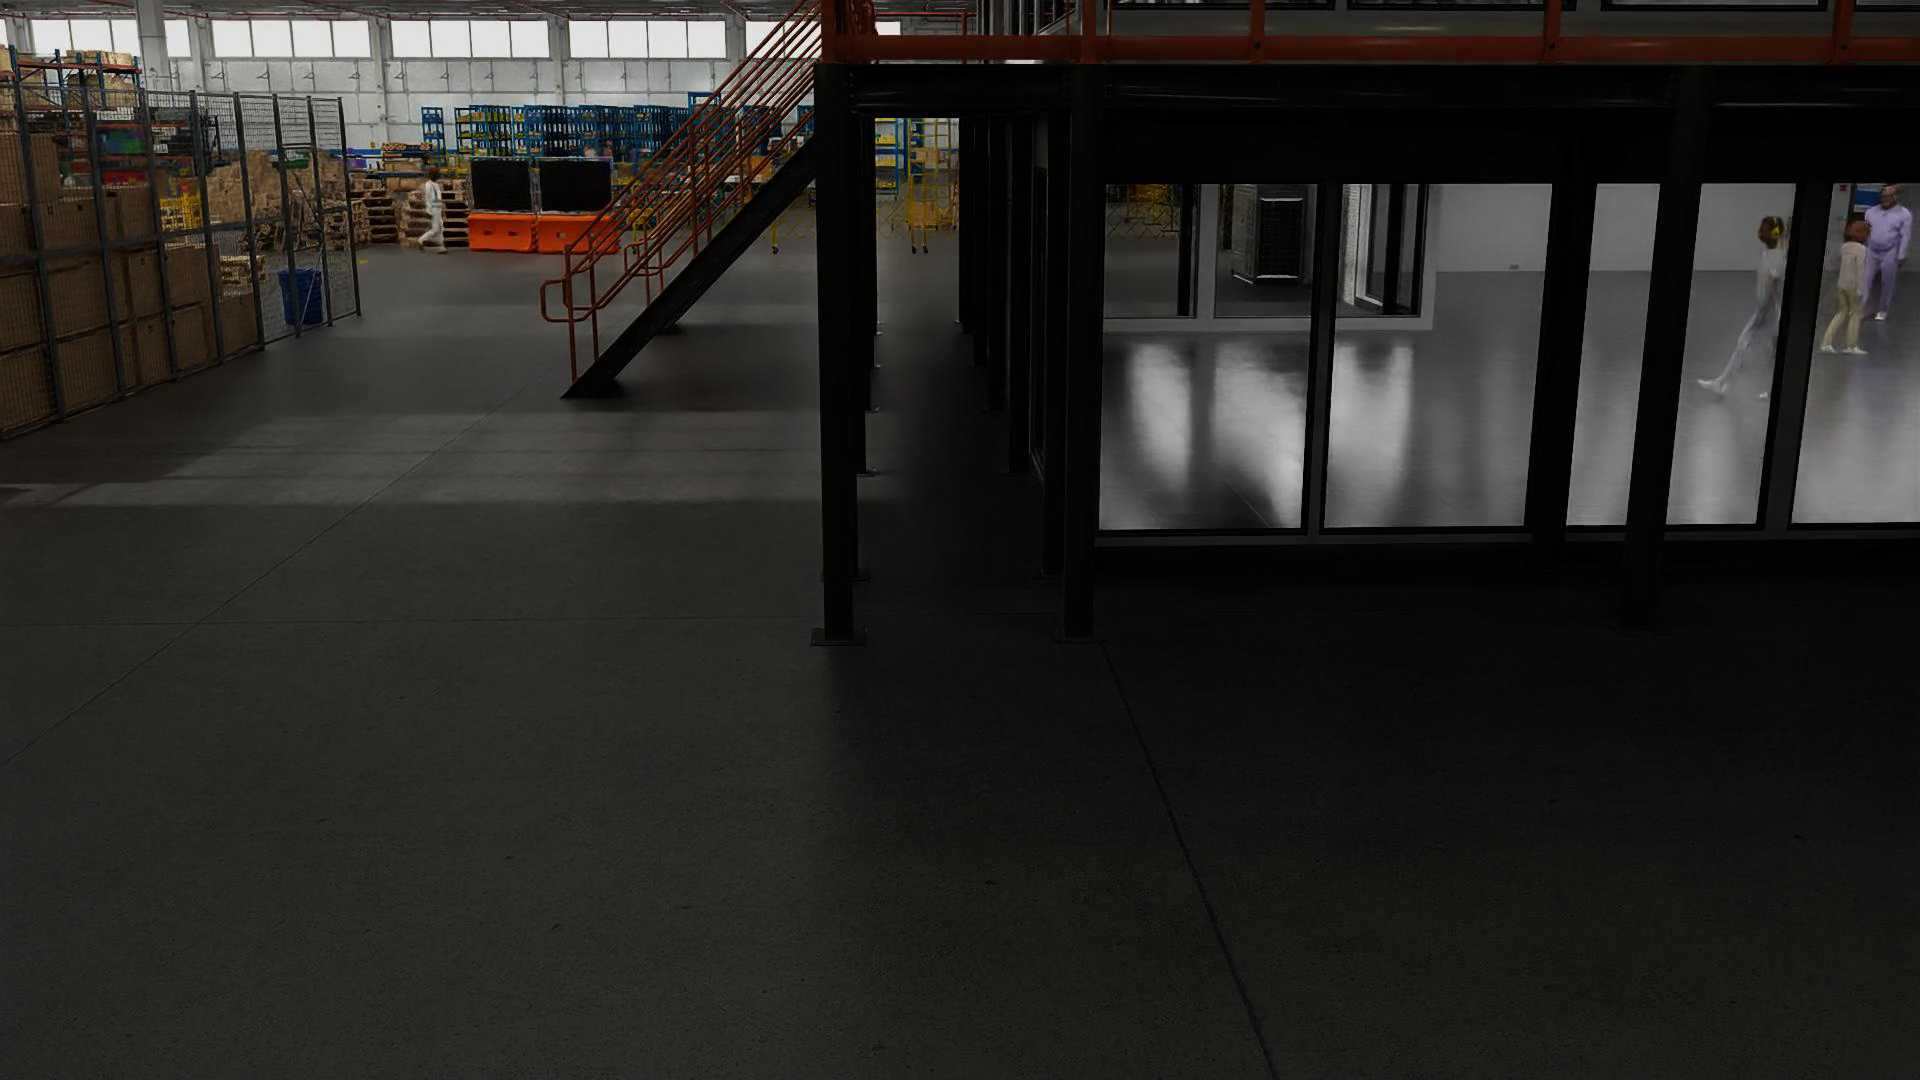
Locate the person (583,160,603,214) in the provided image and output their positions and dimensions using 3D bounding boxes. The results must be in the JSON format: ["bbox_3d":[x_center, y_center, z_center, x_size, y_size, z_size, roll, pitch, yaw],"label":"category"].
[{"bbox_3d":[-10.181,-9.652,46.193,0.541,1.758,0.347,-4,15,-15],"label":"person"}]

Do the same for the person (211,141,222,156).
[{"bbox_3d":[-37.314,-19.042,83.416,0.616,1.918,0.890,-8,16,-30],"label":"person"}]

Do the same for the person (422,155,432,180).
[{"bbox_3d":[-15.794,-10.547,49.594,0.525,1.844,0.564,-6,15,-23],"label":"person"}]

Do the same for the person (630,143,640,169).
[{"bbox_3d":[-16.043,-18.754,82.399,0.589,1.835,0.435,1,14,2],"label":"person"}]

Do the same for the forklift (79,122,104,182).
[{"bbox_3d":[-37.768,-16.859,72.716,1.873,2.768,1.129,-1,14,-2],"label":"forklift"}]

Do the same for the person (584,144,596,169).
[{"bbox_3d":[-16.450,-16.739,74.257,0.677,1.889,0.654,5,15,20],"label":"person"}]

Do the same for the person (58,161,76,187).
[{"bbox_3d":[-18.852,-6.958,34.846,0.703,2.000,0.658,-8,16,-30],"label":"person"}]

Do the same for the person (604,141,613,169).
[{"bbox_3d":[-16.200,-17.403,76.737,0.440,1.981,0.627,-12,18,-39],"label":"person"}]

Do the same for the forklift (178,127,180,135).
[{"bbox_3d":[-42.874,-21.399,90.861,1.873,2.768,1.129,-1,14,-2],"label":"forklift"}]

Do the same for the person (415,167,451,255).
[{"bbox_3d":[-11.185,-6.954,35.195,0.621,1.868,0.579,0,14,0],"label":"person"}]

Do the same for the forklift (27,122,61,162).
[{"bbox_3d":[-35.376,-14.773,64.377,1.129,2.768,1.873,-1,14,-2],"label":"forklift"}]
